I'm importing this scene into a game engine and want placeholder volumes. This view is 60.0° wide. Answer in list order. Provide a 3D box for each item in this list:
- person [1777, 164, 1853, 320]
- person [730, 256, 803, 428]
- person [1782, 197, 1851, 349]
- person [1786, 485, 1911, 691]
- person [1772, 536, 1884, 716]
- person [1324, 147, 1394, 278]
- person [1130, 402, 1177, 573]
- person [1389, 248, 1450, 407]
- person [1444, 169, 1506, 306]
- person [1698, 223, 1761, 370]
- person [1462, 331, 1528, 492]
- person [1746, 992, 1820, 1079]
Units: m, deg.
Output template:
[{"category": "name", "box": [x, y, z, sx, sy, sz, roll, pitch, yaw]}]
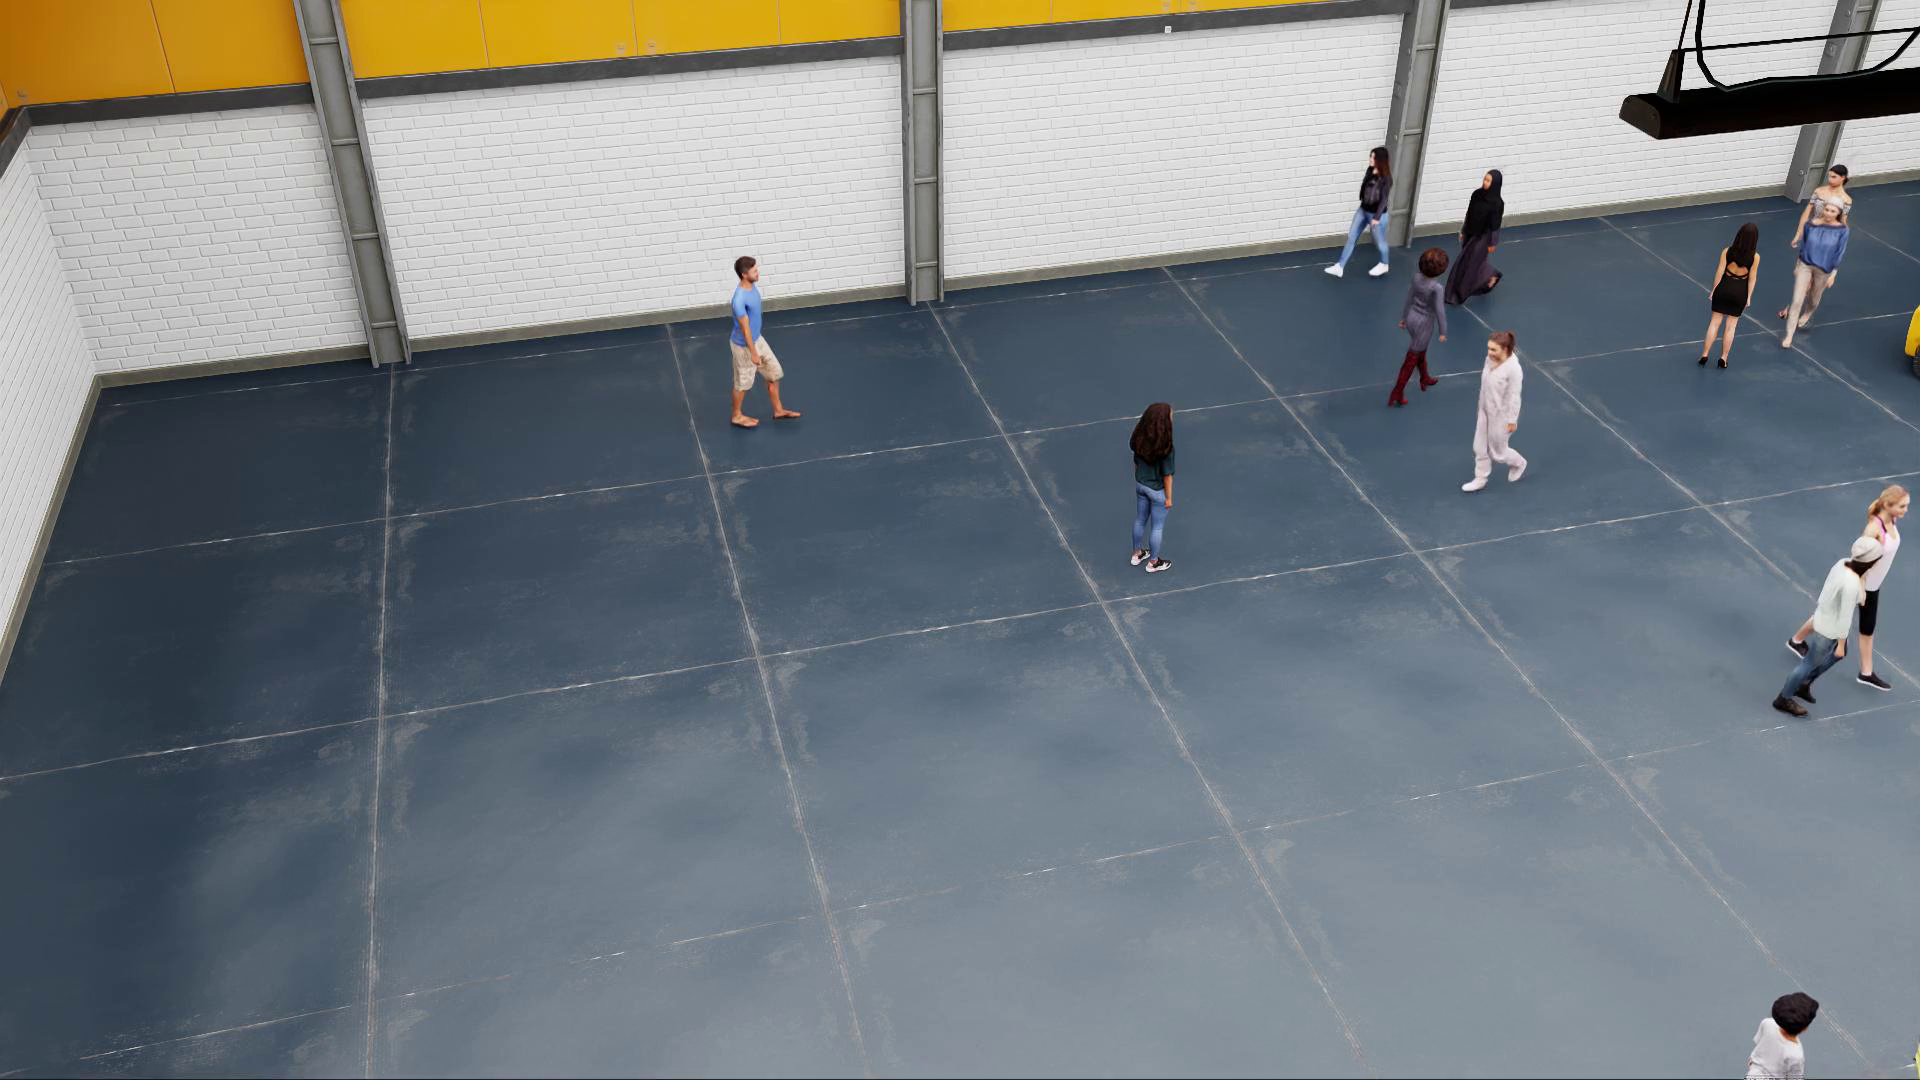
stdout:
[{"category": "person", "box": [9.681, -3.348, 18.645, 1.175, 1.776, 0.848, -23, 40, -30]}, {"category": "person", "box": [-2.186, -1.960, 16.498, 1.065, 1.842, 0.906, 7, 34, 10]}, {"category": "person", "box": [9.340, -2.955, 18.151, 1.046, 1.668, 1.135, 22, 40, 30]}, {"category": "person", "box": [7.028, 0.310, 13.170, 1.104, 1.744, 0.955, -23, 40, -31]}, {"category": "person", "box": [6.610, 0.640, 12.773, 0.832, 1.634, 0.794, 10, 35, 14]}, {"category": "person", "box": [4.907, -3.816, 19.515, 1.113, 1.592, 0.754, -13, 36, -19]}, {"category": "person", "box": [1.676, -0.467, 14.456, 0.725, 1.616, 0.699, -26, 41, -33]}, {"category": "person", "box": [4.600, -2.129, 16.894, 0.990, 1.685, 0.741, -15, 37, -22]}, {"category": "person", "box": [5.991, -3.478, 19.009, 1.110, 1.590, 0.692, -13, 36, -19]}, {"category": "person", "box": [8.153, -2.577, 17.598, 0.609, 1.650, 0.668, 18, 38, 25]}, {"category": "person", "box": [5.075, -1.207, 15.525, 0.879, 1.665, 0.694, -14, 36, -20]}, {"category": "person", "box": [4.614, 3.061, 9.472, 0.522, 1.256, 0.488, -8, 34, -11]}]
